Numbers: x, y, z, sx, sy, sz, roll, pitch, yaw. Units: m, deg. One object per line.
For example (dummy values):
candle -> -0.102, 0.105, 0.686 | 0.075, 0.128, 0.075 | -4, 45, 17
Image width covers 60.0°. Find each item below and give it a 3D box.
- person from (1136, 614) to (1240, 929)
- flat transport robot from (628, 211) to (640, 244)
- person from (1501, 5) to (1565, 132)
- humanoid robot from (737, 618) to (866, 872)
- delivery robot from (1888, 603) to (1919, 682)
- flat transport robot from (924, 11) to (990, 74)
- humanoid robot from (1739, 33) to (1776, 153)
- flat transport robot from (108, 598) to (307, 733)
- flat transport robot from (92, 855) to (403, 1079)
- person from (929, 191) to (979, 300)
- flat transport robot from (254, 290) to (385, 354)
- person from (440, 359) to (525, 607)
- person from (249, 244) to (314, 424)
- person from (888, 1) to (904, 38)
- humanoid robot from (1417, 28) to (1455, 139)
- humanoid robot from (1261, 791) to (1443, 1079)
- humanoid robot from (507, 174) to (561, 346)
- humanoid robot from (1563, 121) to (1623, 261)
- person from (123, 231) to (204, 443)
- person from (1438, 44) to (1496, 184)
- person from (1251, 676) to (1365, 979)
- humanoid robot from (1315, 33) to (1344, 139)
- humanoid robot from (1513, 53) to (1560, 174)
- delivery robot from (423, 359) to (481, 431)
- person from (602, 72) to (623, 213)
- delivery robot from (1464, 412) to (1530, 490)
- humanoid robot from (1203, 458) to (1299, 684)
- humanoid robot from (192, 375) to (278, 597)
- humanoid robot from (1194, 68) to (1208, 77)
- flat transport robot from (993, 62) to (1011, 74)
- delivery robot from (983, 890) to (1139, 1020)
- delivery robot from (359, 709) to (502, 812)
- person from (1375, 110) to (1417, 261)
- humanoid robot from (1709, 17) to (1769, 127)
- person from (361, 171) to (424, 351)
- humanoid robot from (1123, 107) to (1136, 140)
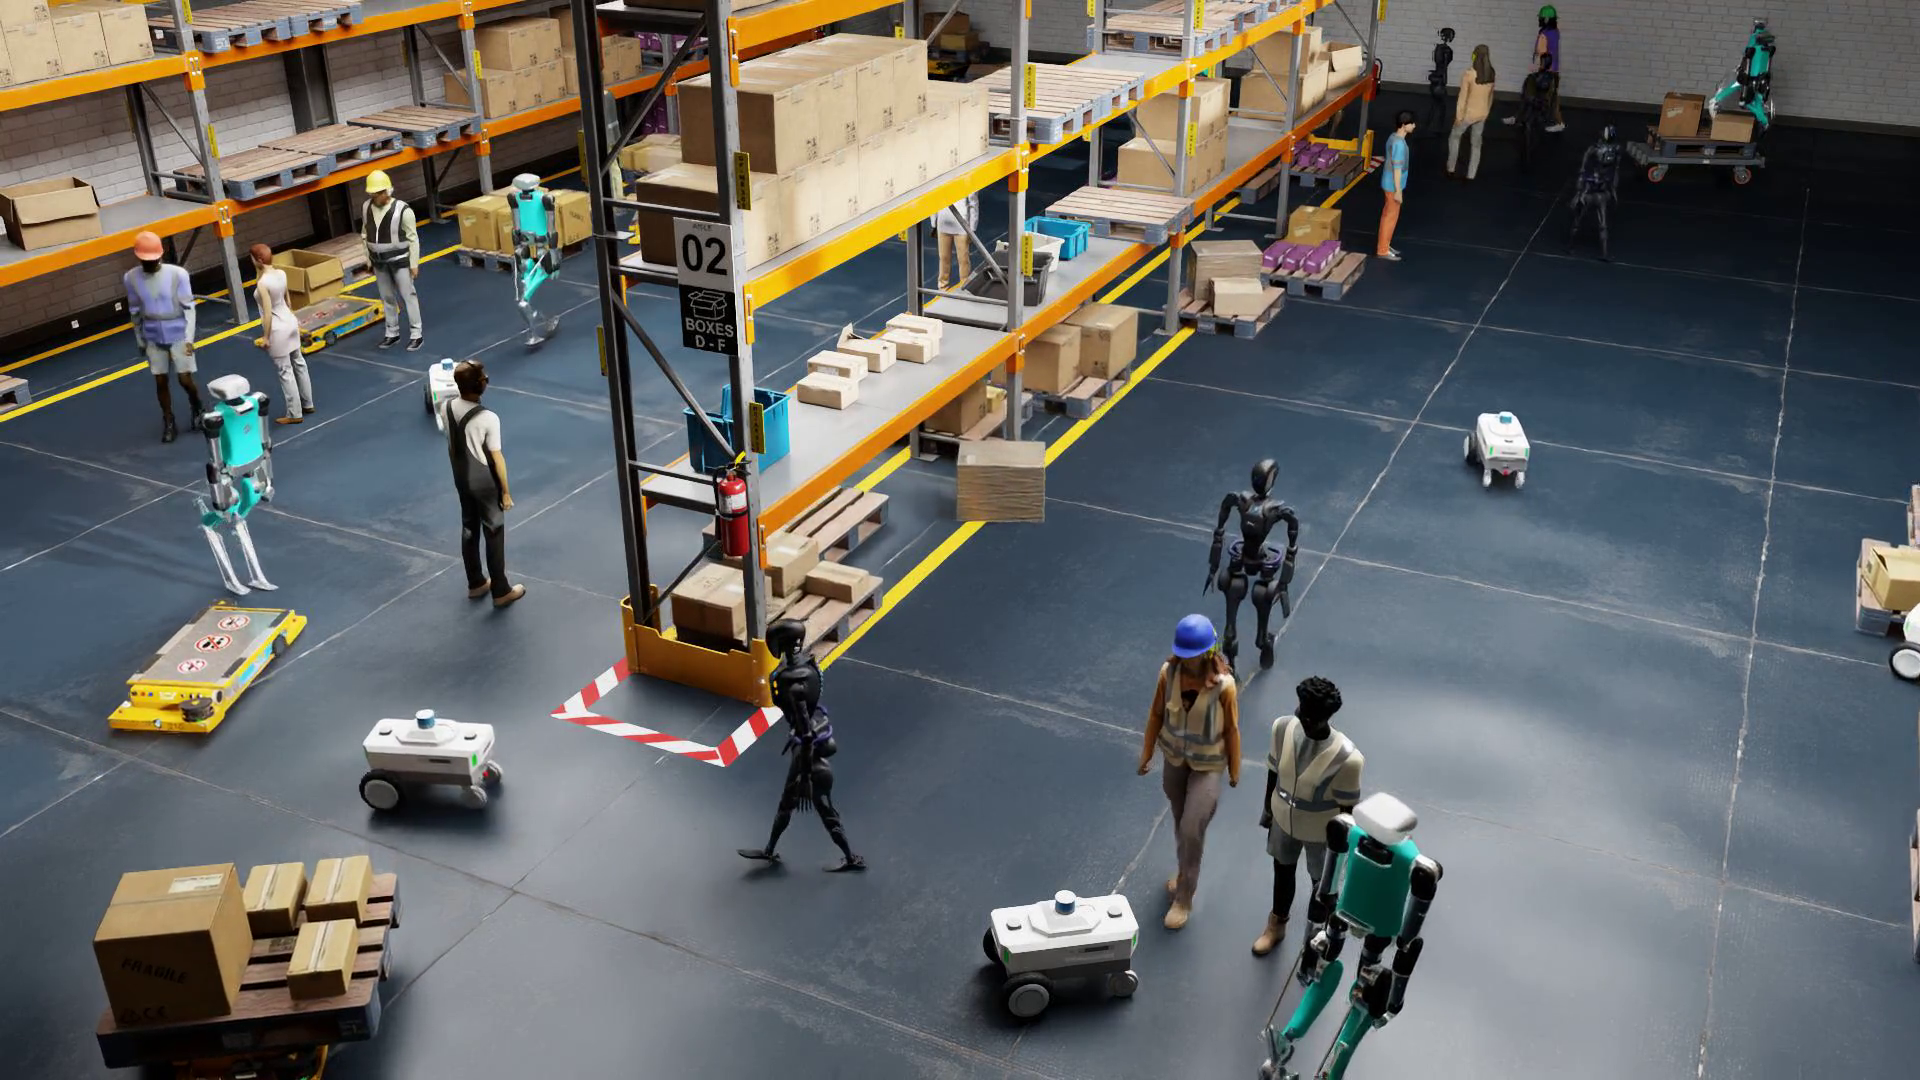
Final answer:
person -> 1.159, 1.197, 8.677 | 0.491, 1.753, 0.705 | 18, 31, 32
flat transport robot -> -3.733, -3.977, 20.811 | 0.659, 0.231, 1.431 | -1, 26, -2
person -> 9.015, -7.294, 25.700 | 1.029, 1.873, 0.539 | 17, 31, 30
humanoid robot -> -0.870, 1.135, 8.928 | 0.699, 1.633, 0.590 | -6, 27, -13
delivery robot -> 6.619, 0.710, 11.030 | 0.774, 0.602, 0.524 | 24, 35, 39
flat transport robot -> -0.239, -8.758, 30.470 | 0.659, 0.231, 1.431 | 14, 29, 26
humanoid robot -> 11.594, -6.320, 23.960 | 0.541, 1.838, 0.747 | -13, 29, -24
flat transport robot -> -5.001, 0.823, 11.116 | 0.659, 0.231, 1.431 | 2, 26, 5
flat transport robot -> -3.433, 2.220, 8.294 | 0.659, 0.231, 1.431 | -4, 27, -9
person -> -0.076, -3.401, 17.972 | 0.559, 1.751, 0.323 | 11, 28, 21
flat transport robot -> -6.613, -2.278, 17.379 | 0.659, 0.231, 1.431 | 10, 28, 20
person -> -3.407, -0.397, 11.821 | 0.499, 1.838, 0.343 | 12, 29, 23
person -> -6.125, -1.858, 14.963 | 0.283, 1.657, 0.450 | 4, 27, 9
person -> -1.123, -9.539, 30.312 | 0.384, 1.820, 0.546 | 5, 27, 10
humanoid robot -> 7.297, -6.892, 25.130 | 0.656, 1.634, 0.611 | 1, 26, 2
humanoid robot -> 1.586, 2.016, 7.171 | 0.784, 1.896, 0.549 | -23, 35, -39
humanoid robot -> -4.330, -2.756, 16.675 | 0.557, 1.731, 0.986 | 11, 28, 21
humanoid robot -> 7.460, -4.081, 19.473 | 0.610, 1.625, 0.753 | -8, 27, -16
person -> -6.916, -1.766, 14.490 | 0.563, 1.911, 0.447 | -5, 27, -9
person -> 6.983, -5.867, 22.842 | 0.602, 1.850, 0.765 | -7, 27, -14
person -> 1.731, 1.416, 8.314 | 0.534, 1.692, 0.319 | 24, 35, 39
humanoid robot -> 5.408, -6.692, 24.632 | 0.934, 1.744, 0.535 | 6, 27, 12
humanoid robot -> 8.067, -6.050, 23.423 | 0.616, 1.634, 0.634 | -6, 27, -12
delivery robot -> -4.652, -1.360, 15.208 | 0.499, 0.600, 0.802 | -8, 27, -16
person -> -4.523, -5.069, 21.240 | 0.387, 1.844, 0.563 | 6, 27, 13
delivery robot -> 4.576, -0.803, 14.061 | 0.499, 0.579, 0.753 | 4, 27, 7
humanoid robot -> 1.906, 0.198, 10.794 | 0.600, 1.637, 0.560 | 13, 29, 25
humanoid robot -> -5.258, -0.386, 11.897 | 0.818, 1.749, 0.546 | 13, 29, 25
humanoid robot -> 3.382, -6.419, 24.170 | 0.710, 1.847, 0.530 | -12, 29, -22
flat transport robot -> 0.998, -6.503, 25.914 | 1.431, 0.231, 0.659 | 7, 27, 13
delivery robot -> 0.516, 2.024, 8.351 | 0.774, 0.581, 0.499 | -5, 27, -9
delivery robot -> -3.140, 1.276, 9.859 | 0.769, 0.577, 0.499 | 2, 26, 5
person -> 5.106, -4.155, 19.494 | 0.333, 1.758, 0.503 | 3, 27, 7
humanoid robot -> 11.763, -7.068, 25.407 | 0.839, 1.780, 0.617 | 9, 28, 18
person -> -5.702, -2.792, 16.659 | 0.602, 1.828, 0.404 | 7, 27, 13
humanoid robot -> 2.650, -6.909, 25.140 | 0.324, 1.649, 0.616 | -3, 27, -7
